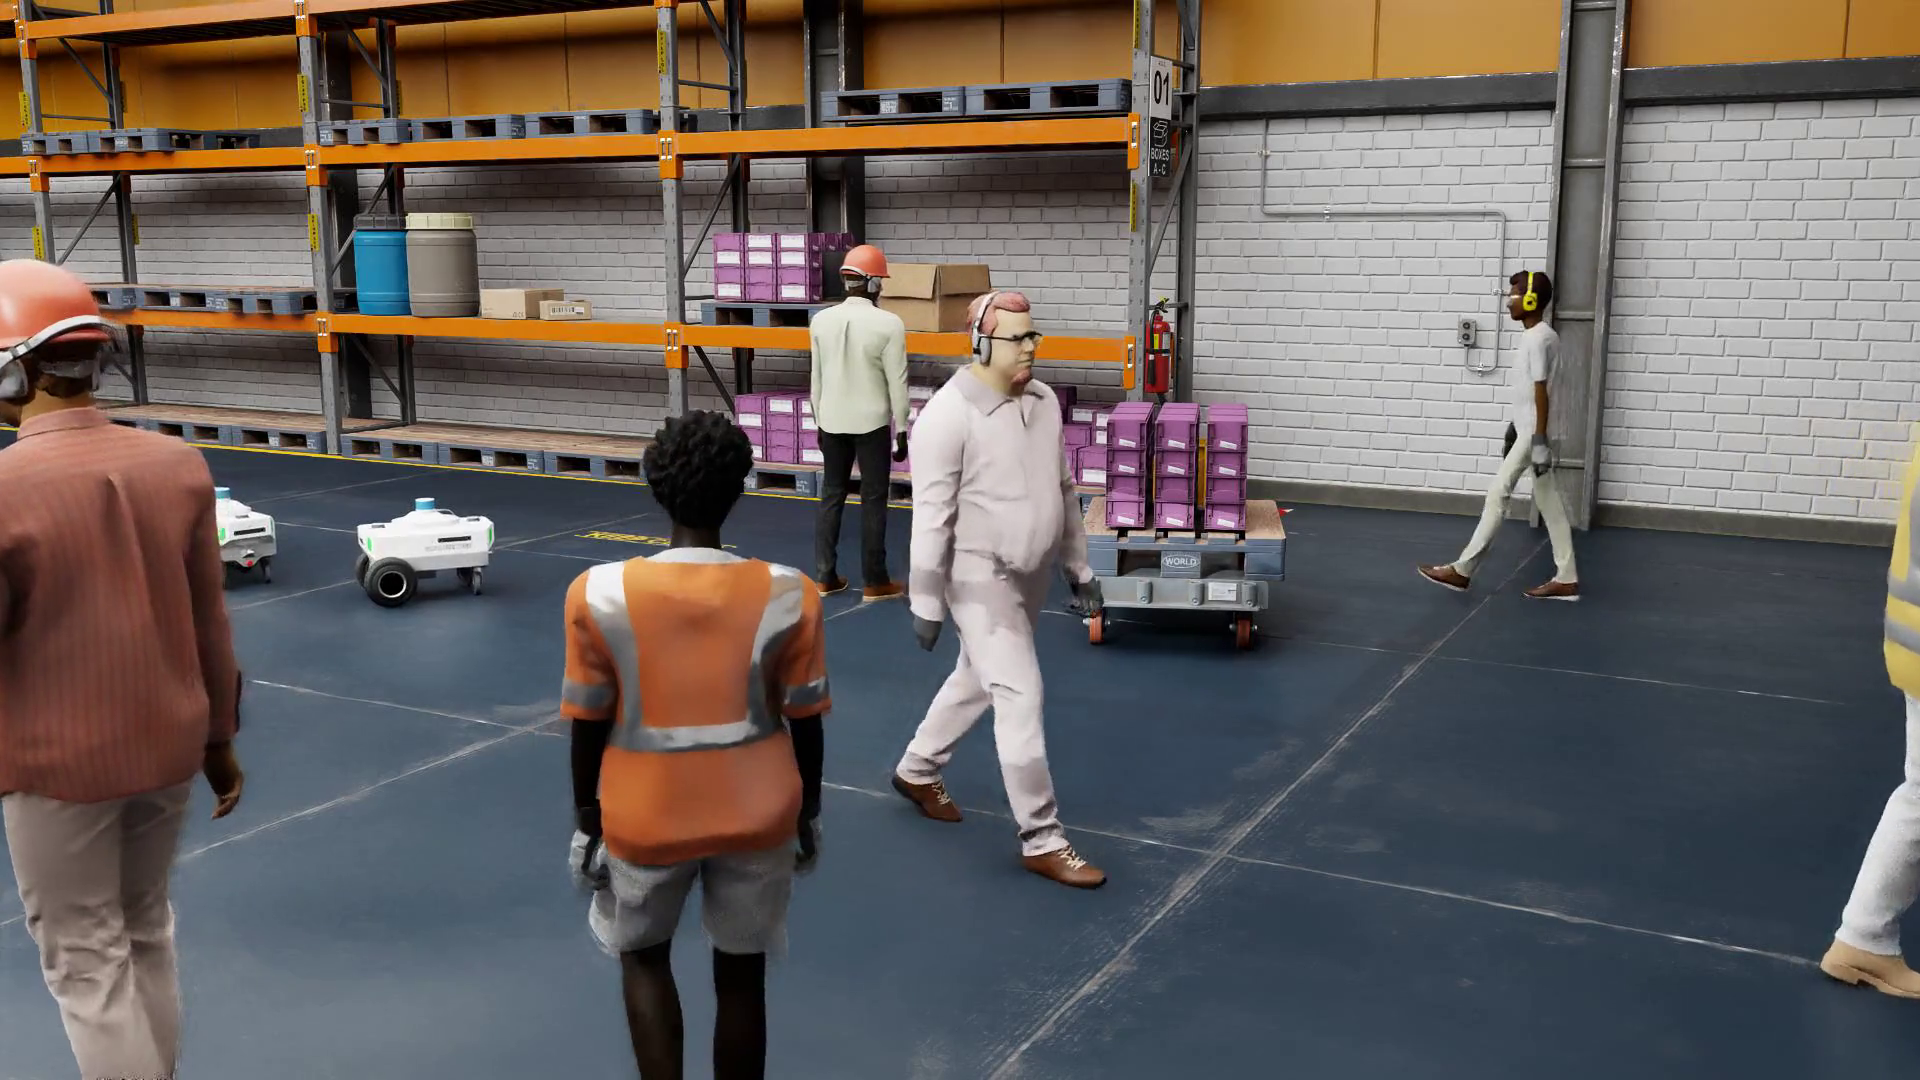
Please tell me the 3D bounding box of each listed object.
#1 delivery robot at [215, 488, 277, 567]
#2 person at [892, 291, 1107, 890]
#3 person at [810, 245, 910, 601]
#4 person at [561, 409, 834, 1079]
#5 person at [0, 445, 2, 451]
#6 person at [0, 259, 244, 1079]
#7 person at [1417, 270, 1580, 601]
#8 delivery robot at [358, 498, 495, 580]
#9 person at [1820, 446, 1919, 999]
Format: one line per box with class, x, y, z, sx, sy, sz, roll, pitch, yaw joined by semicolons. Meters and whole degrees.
delivery robot;-4.310;-0.062;9.733;0.707;0.478;0.477;10;14;42
person;0.093;0.119;5.429;0.986;1.863;0.650;7;13;35
person;-0.546;-0.651;9.326;0.636;1.981;0.425;5;11;25
person;-0.526;0.572;3.412;0.545;1.680;0.375;-2;11;-10
person;-3.947;-0.080;6.553;0.373;1.840;0.571;-2;11;-11
person;-1.745;0.441;3.322;0.460;1.977;0.636;5;11;24
person;3.080;-0.580;9.326;0.932;1.821;0.565;5;11;25
delivery robot;-2.992;0.008;9.348;0.707;0.478;0.477;-5;12;-25
person;2.568;0.355;4.225;0.476;1.845;0.637;5;11;26
